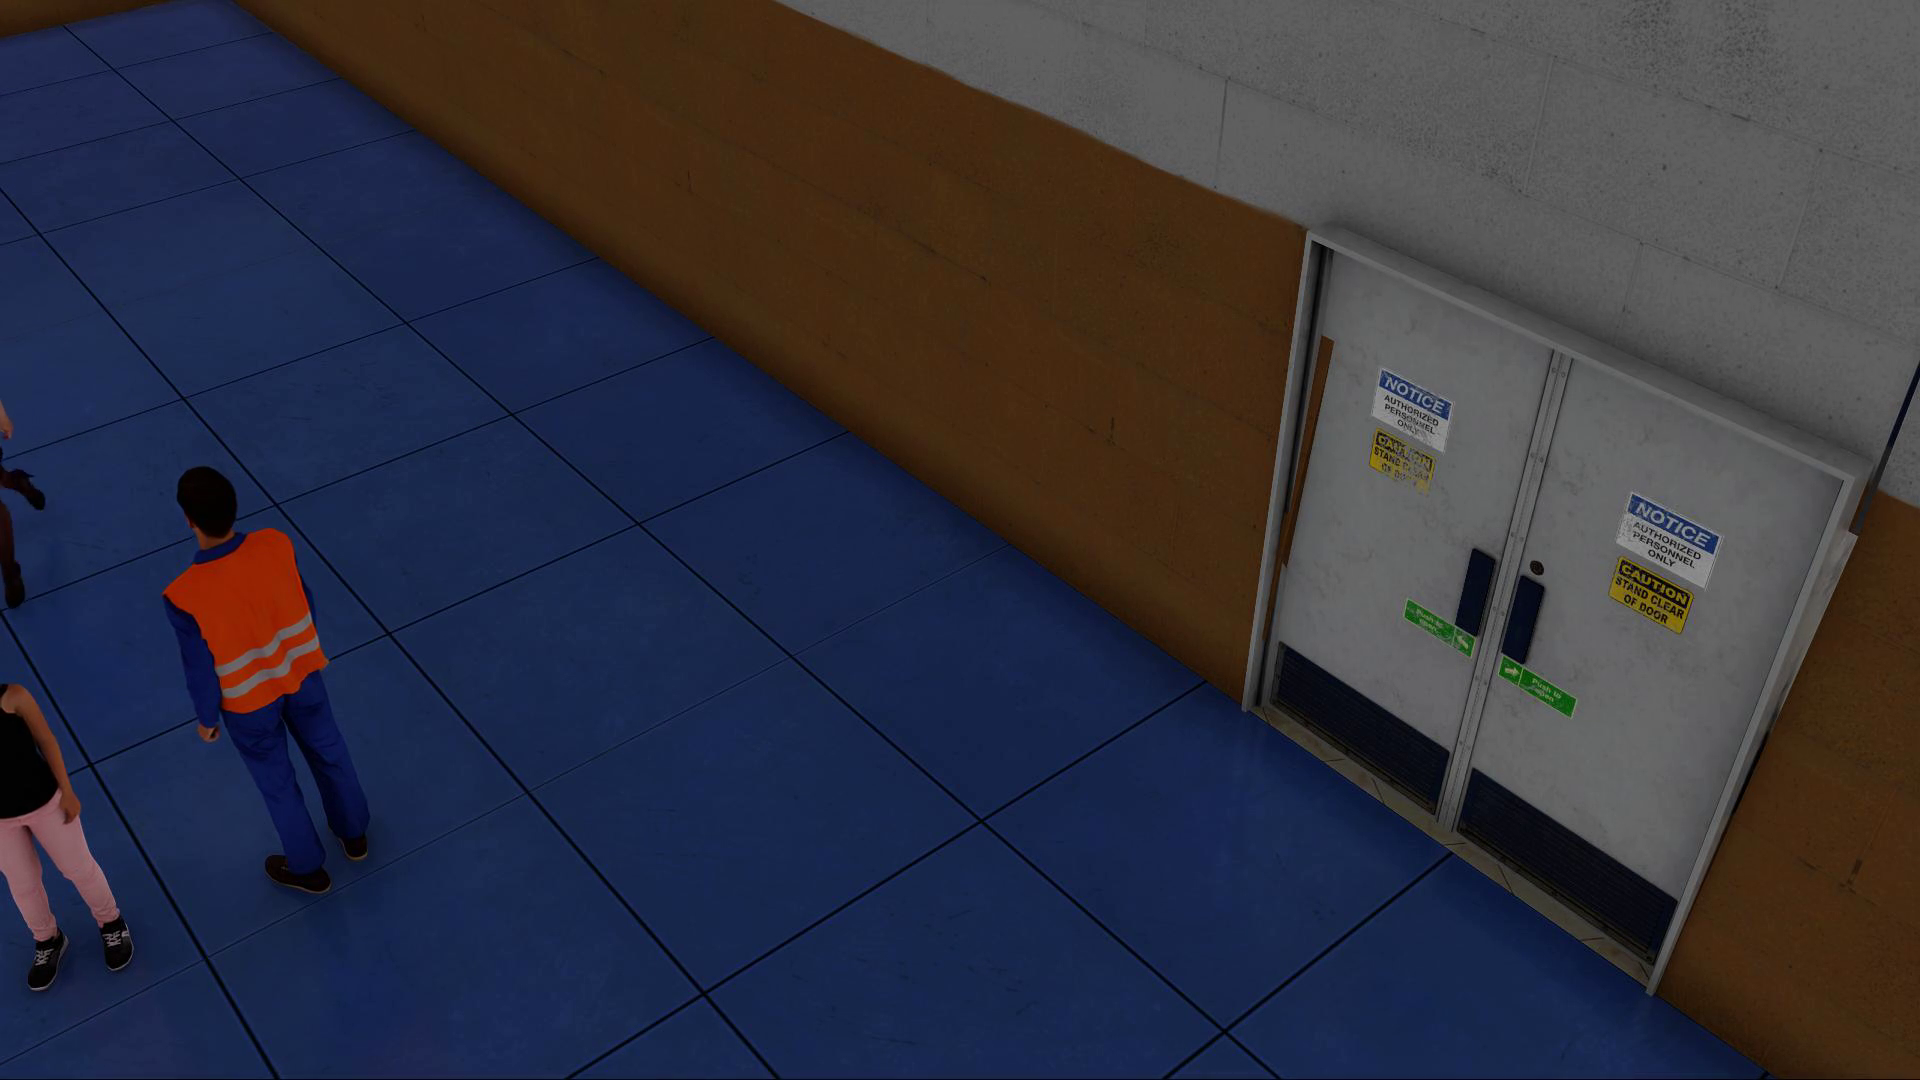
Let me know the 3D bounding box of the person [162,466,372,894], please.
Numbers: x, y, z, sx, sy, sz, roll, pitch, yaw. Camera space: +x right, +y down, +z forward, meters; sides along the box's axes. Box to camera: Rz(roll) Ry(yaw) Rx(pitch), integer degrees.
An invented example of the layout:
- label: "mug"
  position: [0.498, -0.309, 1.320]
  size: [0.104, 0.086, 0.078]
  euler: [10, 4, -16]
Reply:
- label: "person"
  position: [-2.503, 0.529, 6.015]
  size: [0.807, 1.864, 0.640]
  euler: [22, 42, 27]

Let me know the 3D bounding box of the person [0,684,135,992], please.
- label: "person"
  position: [-3.252, 0.914, 5.753]
  size: [0.543, 1.564, 0.660]
  euler: [-12, 38, -15]
